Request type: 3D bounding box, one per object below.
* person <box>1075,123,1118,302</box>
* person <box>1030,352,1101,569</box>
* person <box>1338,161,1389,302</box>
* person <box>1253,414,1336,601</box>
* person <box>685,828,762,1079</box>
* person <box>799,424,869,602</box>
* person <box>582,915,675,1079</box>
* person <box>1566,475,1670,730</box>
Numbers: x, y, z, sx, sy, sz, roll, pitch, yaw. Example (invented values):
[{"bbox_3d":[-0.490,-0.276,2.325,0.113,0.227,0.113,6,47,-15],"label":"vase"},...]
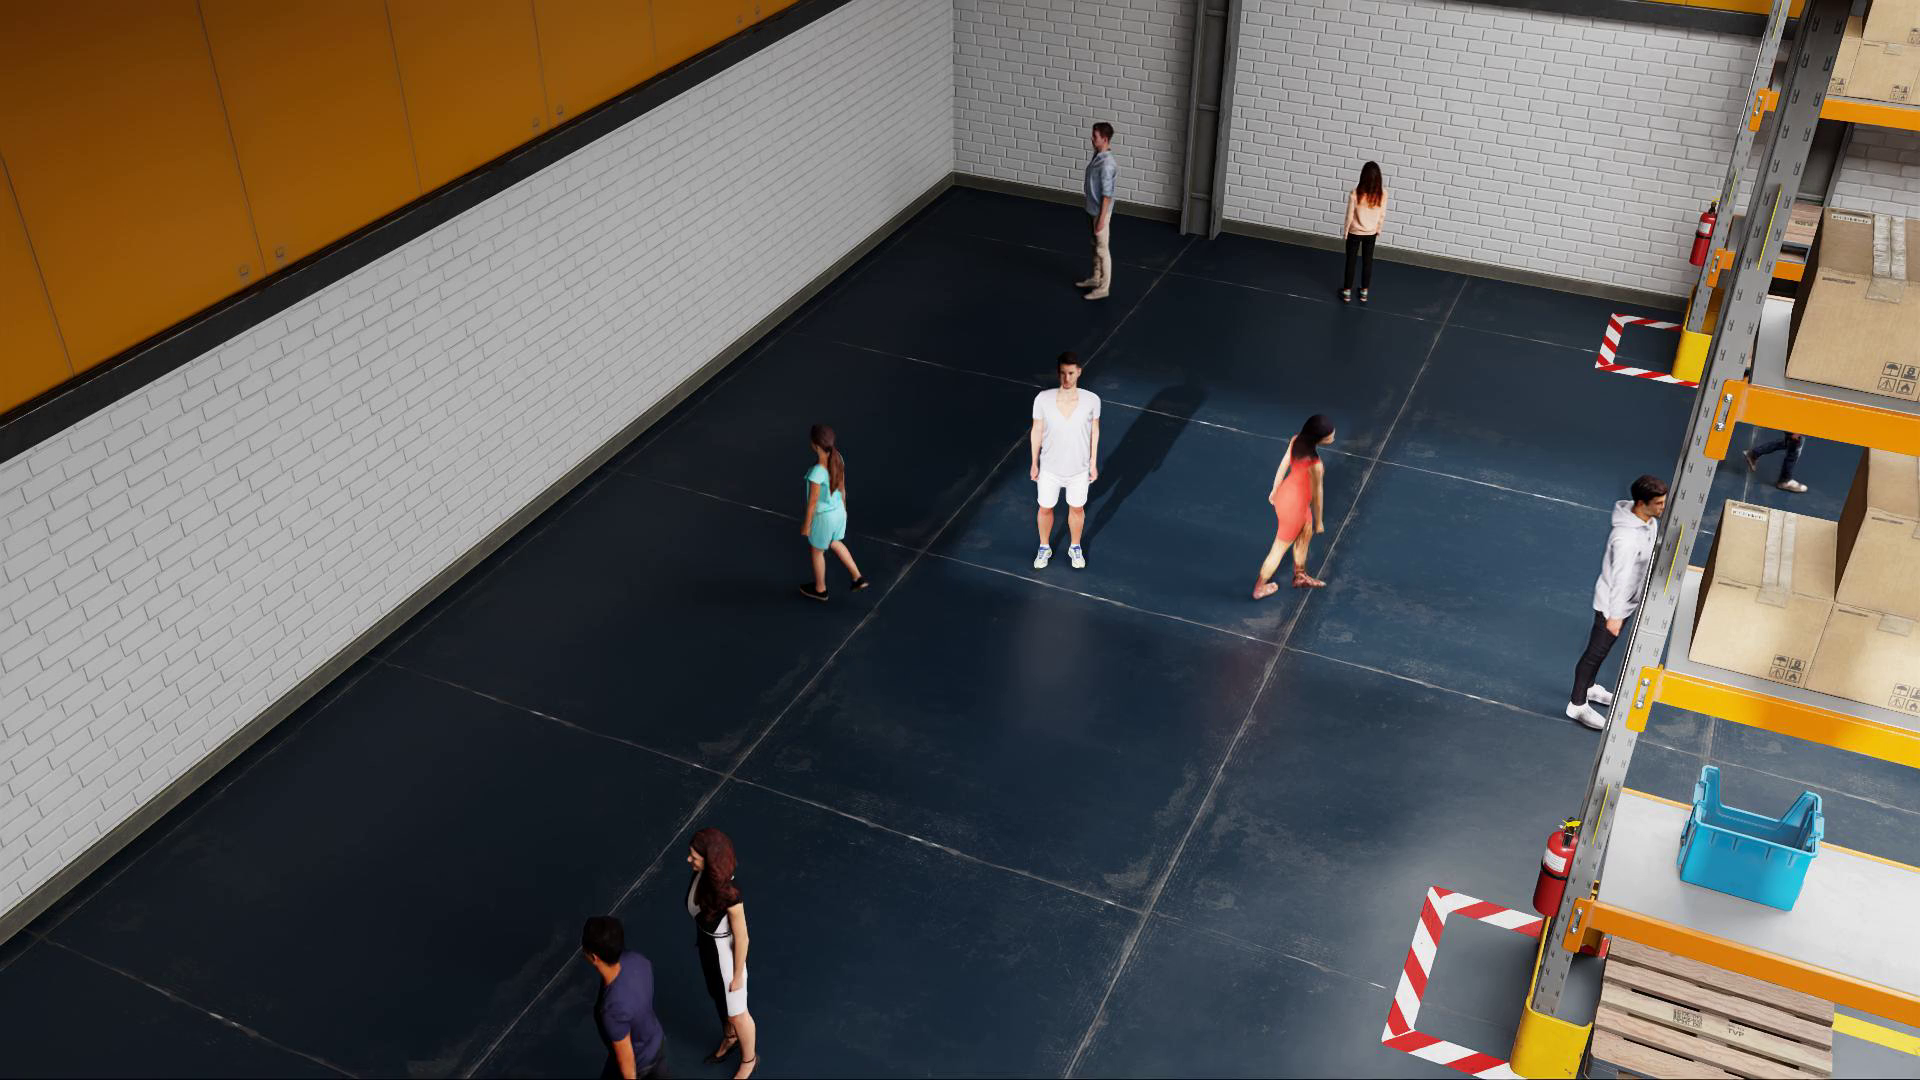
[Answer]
[{"bbox_3d":[1.440,-3.389,17.092,0.753,1.848,0.734,-6,34,-8],"label":"person"},{"bbox_3d":[0.815,-0.621,12.920,0.667,1.855,0.823,0,34,0],"label":"person"},{"bbox_3d":[4.139,-3.173,17.095,0.601,1.484,0.698,-4,34,-6],"label":"person"},{"bbox_3d":[2.450,-0.239,12.500,0.984,1.684,0.905,-12,35,-17],"label":"person"},{"bbox_3d":[-1.249,2.193,8.741,0.711,1.796,0.592,-20,39,-28],"label":"person"},{"bbox_3d":[-0.963,-0.172,12.521,0.827,1.549,0.598,18,38,25],"label":"person"},{"bbox_3d":[-1.519,2.554,8.250,1.208,1.736,0.829,5,34,7],"label":"person"},{"bbox_3d":[4.478,0.387,11.337,0.621,1.929,0.713,20,38,27],"label":"person"}]
